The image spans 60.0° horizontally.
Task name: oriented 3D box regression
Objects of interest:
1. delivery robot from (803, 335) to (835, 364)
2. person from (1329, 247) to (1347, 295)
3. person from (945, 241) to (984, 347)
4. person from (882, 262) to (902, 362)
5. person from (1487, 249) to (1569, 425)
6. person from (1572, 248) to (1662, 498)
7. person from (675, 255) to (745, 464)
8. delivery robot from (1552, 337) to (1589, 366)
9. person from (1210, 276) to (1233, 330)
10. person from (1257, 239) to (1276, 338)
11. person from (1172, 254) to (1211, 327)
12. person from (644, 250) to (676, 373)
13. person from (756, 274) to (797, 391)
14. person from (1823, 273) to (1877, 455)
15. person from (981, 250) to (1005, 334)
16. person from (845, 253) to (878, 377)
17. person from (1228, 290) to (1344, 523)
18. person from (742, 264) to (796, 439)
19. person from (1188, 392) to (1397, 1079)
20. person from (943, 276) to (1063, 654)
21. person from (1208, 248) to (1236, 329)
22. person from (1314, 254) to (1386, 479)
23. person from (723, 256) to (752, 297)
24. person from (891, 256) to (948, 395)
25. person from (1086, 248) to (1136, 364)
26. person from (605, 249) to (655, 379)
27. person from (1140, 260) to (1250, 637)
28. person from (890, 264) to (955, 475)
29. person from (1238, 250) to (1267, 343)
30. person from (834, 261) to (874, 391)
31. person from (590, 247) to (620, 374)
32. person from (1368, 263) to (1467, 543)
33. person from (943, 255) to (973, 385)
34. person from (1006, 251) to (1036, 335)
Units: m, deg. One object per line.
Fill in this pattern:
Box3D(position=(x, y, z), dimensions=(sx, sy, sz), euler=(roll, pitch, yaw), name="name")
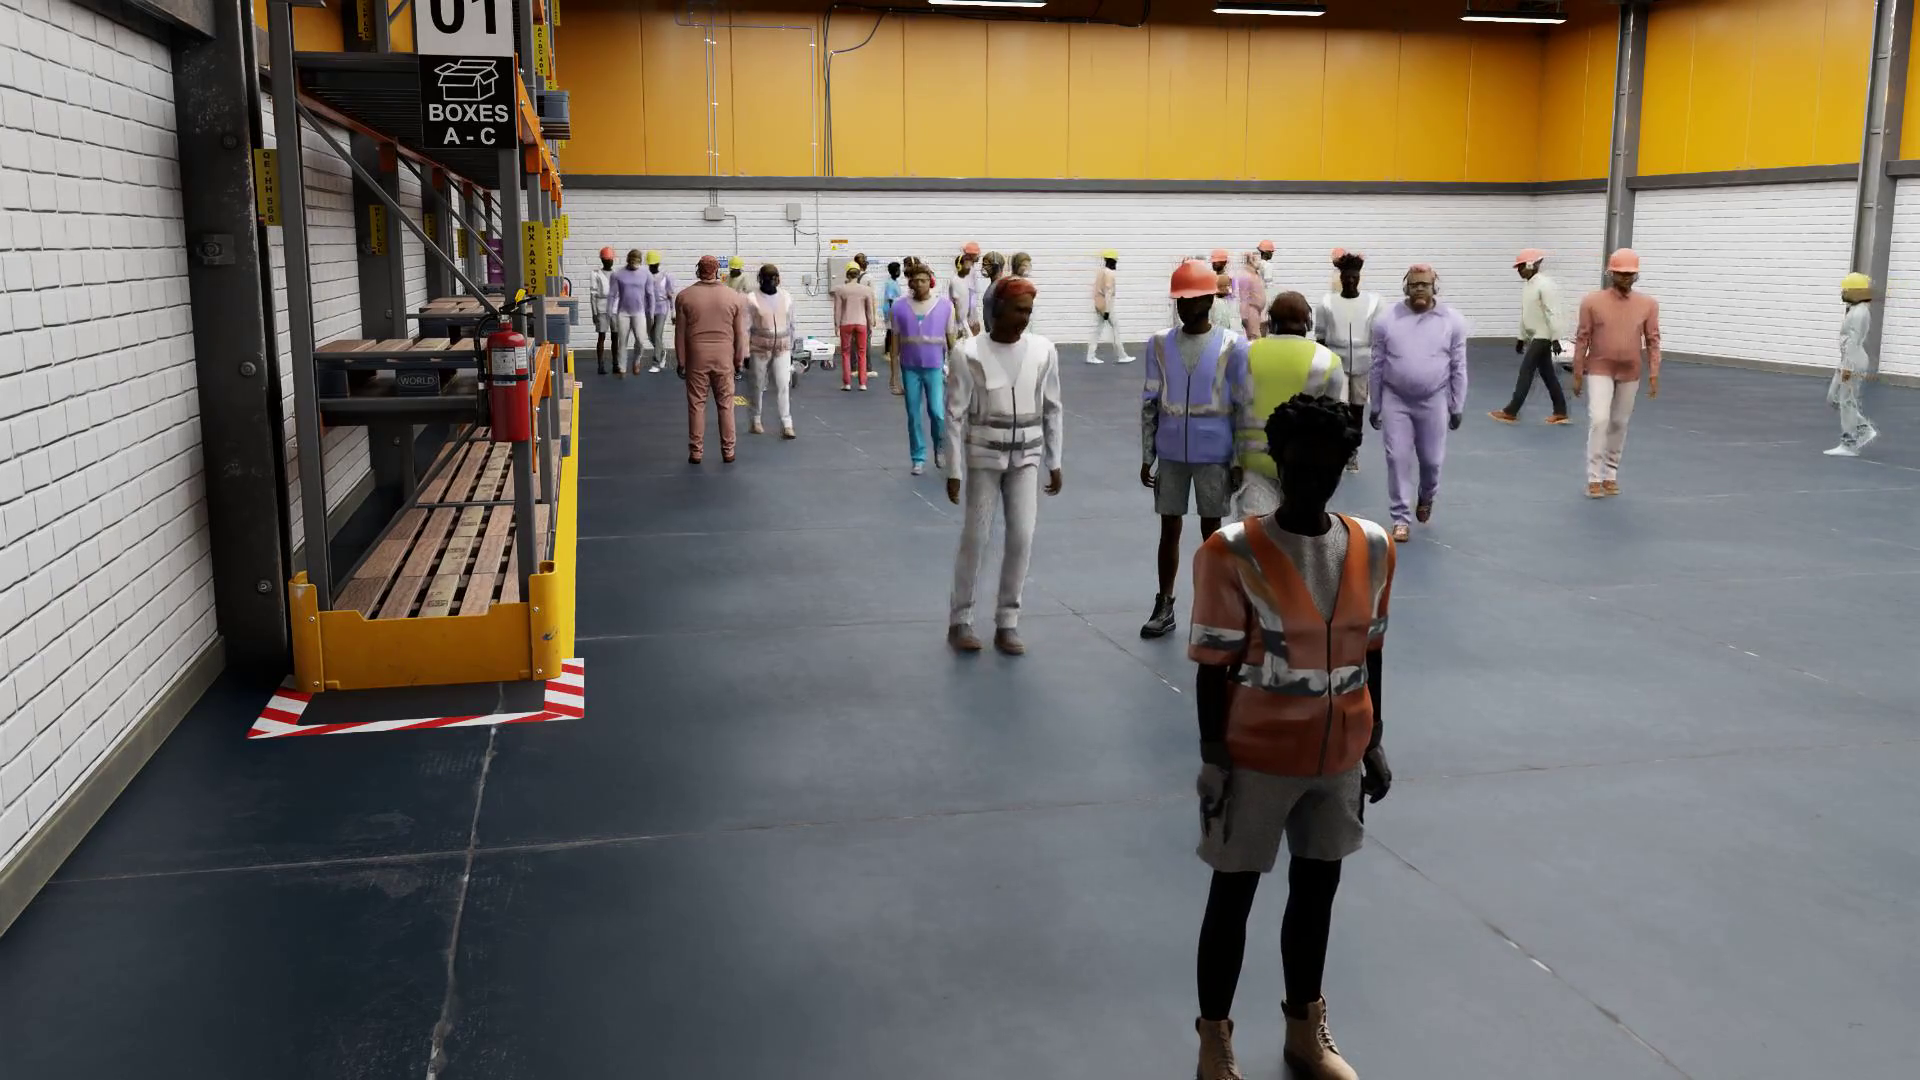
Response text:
Box3D(position=(-2.313, -2.944, 25.878), dimensions=(0.707, 0.478, 0.477), euler=(-5, 11, -27), name="delivery robot")
Box3D(position=(6.319, -3.863, 27.462), dimensions=(0.537, 1.923, 0.551), euler=(-2, 10, -12), name="person")
Box3D(position=(0.063, -3.880, 27.300), dimensions=(0.789, 2.021, 0.604), euler=(1, 10, 5), name="person")
Box3D(position=(-1.104, -3.796, 27.727), dimensions=(0.416, 1.675, 0.557), euler=(2, 10, 9), name="person")
Box3D(position=(6.300, -2.226, 18.323), dimensions=(0.988, 1.927, 0.658), euler=(1, 10, 4), name="person")
Box3D(position=(5.199, -1.296, 13.115), dimensions=(0.624, 1.962, 0.831), euler=(1, 10, 6), name="person")
Box3D(position=(-2.286, -1.645, 15.215), dimensions=(0.639, 1.902, 0.401), euler=(-3, 11, -15), name="person")
Box3D(position=(9.249, -2.875, 25.493), dimensions=(0.707, 0.478, 0.477), euler=(-1, 10, -6), name="delivery robot")
Box3D(position=(3.272, -2.431, 20.409), dimensions=(0.825, 1.596, 0.522), euler=(5, 11, 25), name="person")
Box3D(position=(5.095, -4.003, 27.877), dimensions=(0.383, 2.041, 0.616), euler=(-4, 11, -20), name="person")
Box3D(position=(2.483, -2.053, 17.503), dimensions=(0.556, 1.885, 0.683), euler=(4, 11, 19), name="person")
Box3D(position=(-4.704, -3.556, 25.871), dimensions=(0.632, 1.885, 0.800), euler=(2, 11, 13), name="person")
Box3D(position=(-2.514, -2.787, 22.311), dimensions=(0.663, 1.611, 0.508), euler=(8, 13, 36), name="person")
Box3D(position=(8.426, -1.650, 15.719), dimensions=(0.392, 1.731, 0.487), euler=(5, 11, 24), name="person")
Box3D(position=(0.397, -2.032, 17.293), dimensions=(0.367, 1.932, 0.623), euler=(-1, 10, -7), name="person")
Box3D(position=(-1.469, -3.339, 24.749), dimensions=(0.509, 1.846, 0.342), euler=(5, 11, 26), name="person")
Box3D(position=(1.592, -0.351, 8.366), dimensions=(0.629, 1.796, 0.954), euler=(4, 11, 22), name="person")
Box3D(position=(-1.999, -1.960, 17.279), dimensions=(0.644, 1.791, 0.975), euler=(-5, 11, -24), name="person")
Box3D(position=(0.775, 0.498, 3.891), dimensions=(0.537, 1.697, 0.320), euler=(-4, 11, -20), name="person")
Box3D(position=(0.221, -0.365, 8.249), dimensions=(0.631, 1.856, 0.422), euler=(-3, 11, -18), name="person")
Box3D(position=(3.668, -3.136, 23.403), dimensions=(0.496, 1.925, 0.573), euler=(-5, 11, -26), name="person")
Box3D(position=(3.341, -1.481, 14.254), dimensions=(0.617, 1.910, 0.991), euler=(2, 10, 10), name="person")
Box3D(position=(-3.540, -3.663, 26.699), dimensions=(0.655, 1.785, 0.630), euler=(9, 14, 42), name="person")
Box3D(position=(-0.449, -2.800, 21.814), dimensions=(0.839, 1.841, 0.538), euler=(-1, 10, -6), name="person")
Box3D(position=(2.503, -3.842, 27.420), dimensions=(0.919, 1.890, 0.606), euler=(-3, 11, -16), name="person")
Box3D(position=(-4.843, -3.304, 24.400), dimensions=(0.733, 1.901, 0.445), euler=(-2, 10, -9), name="person")
Box3D(position=(1.175, -0.440, 8.431), dimensions=(0.551, 1.935, 0.375), euler=(4, 11, 22), name="person")
Box3D(position=(-0.326, -1.479, 14.471), dimensions=(0.561, 1.833, 0.433), euler=(1, 10, 7), name="person")
Box3D(position=(4.334, -3.420, 25.097), dimensions=(0.749, 1.886, 0.650), euler=(5, 11, 24), name="person")
Box3D(position=(-1.439, -2.901, 22.601), dimensions=(0.537, 1.747, 0.392), euler=(-1, 10, -7), name="person")
Box3D(position=(-5.337, -3.480, 25.322), dimensions=(0.544, 1.924, 0.451), euler=(-6, 12, -32), name="person")
Box3D(position=(3.131, -0.954, 11.425), dimensions=(0.650, 1.887, 0.709), euler=(3, 11, 15), name="person")
Box3D(position=(0.082, -3.048, 23.203), dimensions=(0.951, 1.817, 0.570), euler=(5, 11, 24), name="person")
Box3D(position=(0.590, -2.161, 18.007), dimensions=(0.485, 1.917, 0.644), euler=(7, 12, 35), name="person")
